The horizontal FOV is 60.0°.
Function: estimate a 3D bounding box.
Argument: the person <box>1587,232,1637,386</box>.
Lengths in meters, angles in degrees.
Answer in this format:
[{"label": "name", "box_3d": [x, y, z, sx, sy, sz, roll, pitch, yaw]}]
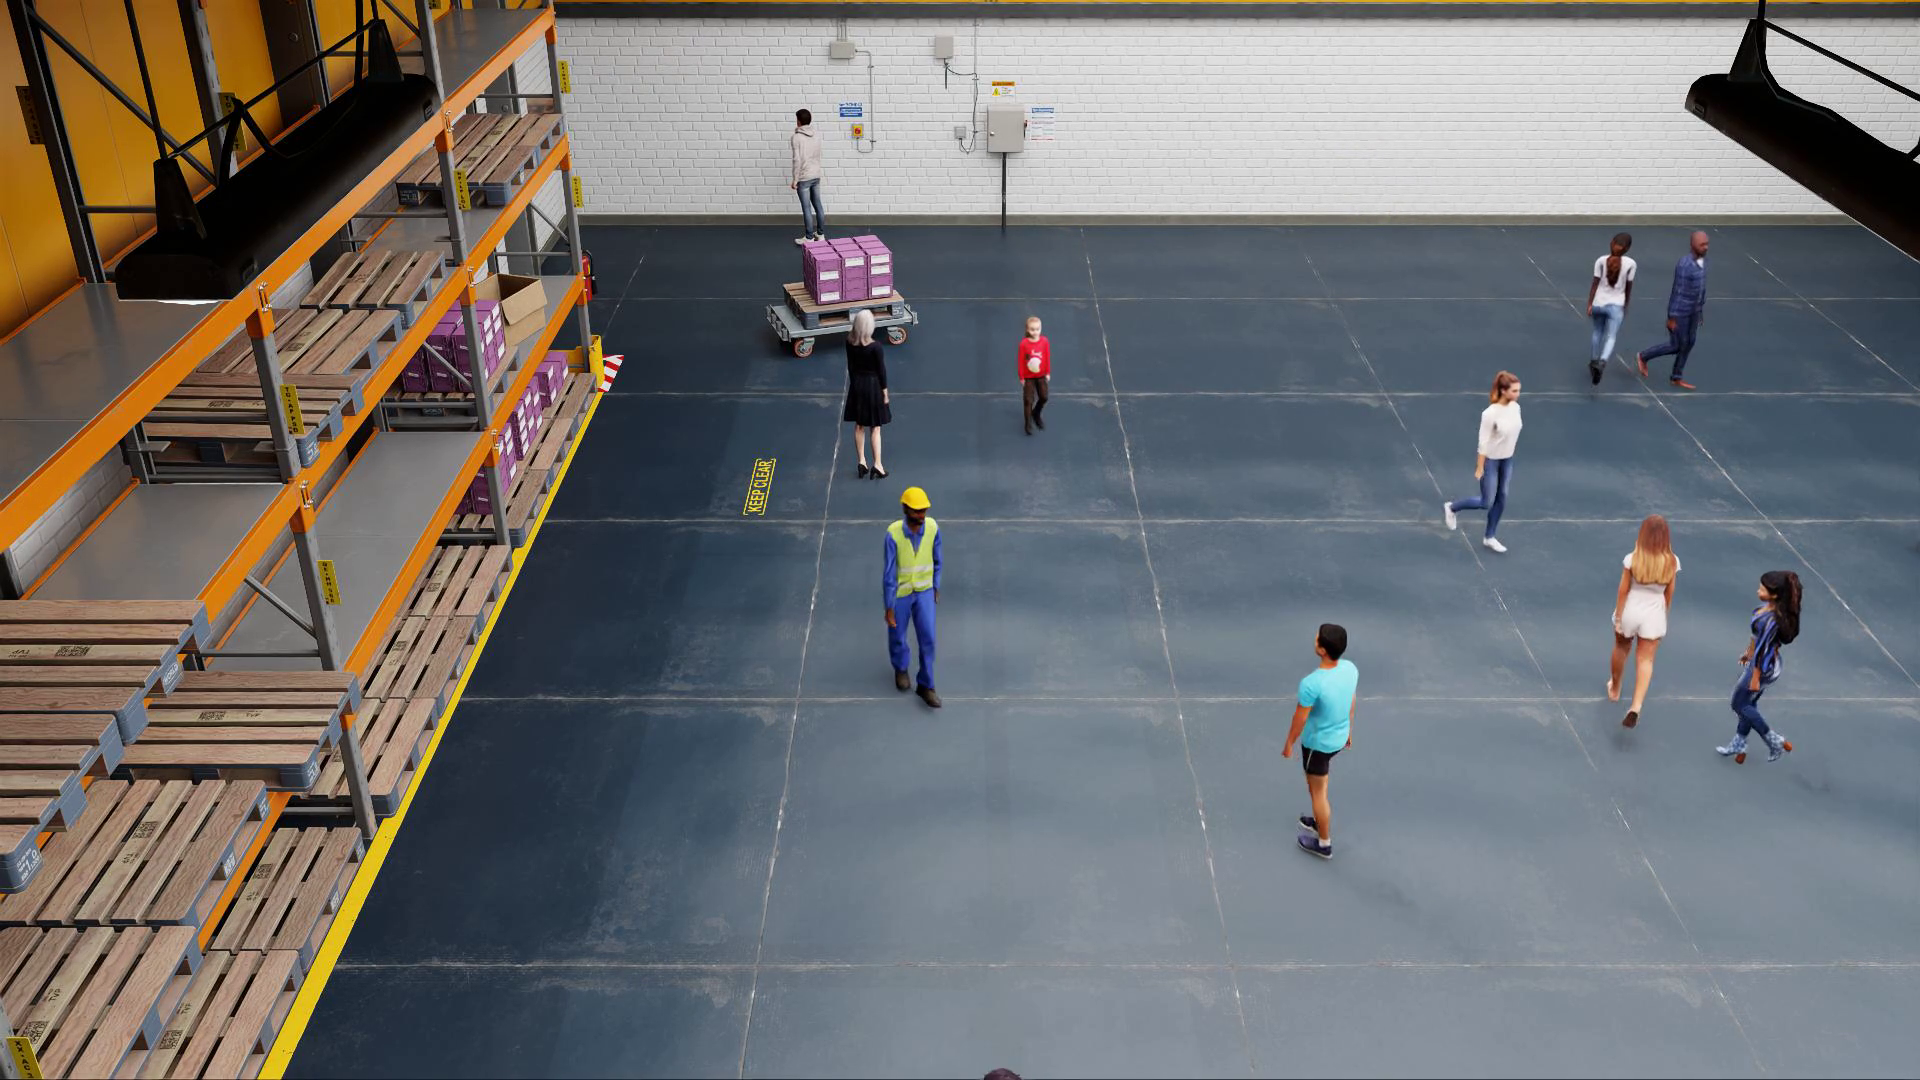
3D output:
[{"label": "person", "box_3d": [7.122, -2.514, 18.273, 0.866, 1.698, 1.095, 12, 31, 22]}]

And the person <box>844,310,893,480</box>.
[{"label": "person", "box_3d": [-0.895, -1.421, 16.219, 0.693, 1.747, 0.716, 15, 32, 26]}]

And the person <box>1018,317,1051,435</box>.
[{"label": "person", "box_3d": [0.750, -1.737, 17.290, 0.563, 1.275, 0.579, -8, 30, -14]}]

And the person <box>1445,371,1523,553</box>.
[{"label": "person", "box_3d": [4.750, -0.722, 14.981, 0.884, 1.705, 0.990, -19, 34, -30]}]

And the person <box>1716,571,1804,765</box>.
[{"label": "person", "box_3d": [5.863, 0.950, 12.012, 0.862, 1.614, 0.820, 18, 33, 30]}]

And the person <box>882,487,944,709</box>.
[{"label": "person", "box_3d": [-0.416, 0.366, 12.901, 0.848, 1.787, 1.007, -8, 30, -14]}]

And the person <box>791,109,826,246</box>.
[{"label": "person", "box_3d": [-2.050, -4.903, 22.491, 0.818, 1.852, 0.742, 22, 36, 35]}]

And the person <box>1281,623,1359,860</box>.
[{"label": "person", "box_3d": [2.493, 1.381, 11.069, 0.771, 1.759, 0.814, -19, 34, -30]}]

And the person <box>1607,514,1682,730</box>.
[{"label": "person", "box_3d": [5.139, 0.629, 12.538, 0.753, 1.673, 1.077, 7, 29, 13]}]

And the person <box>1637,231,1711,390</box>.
[{"label": "person", "box_3d": [7.853, -2.533, 18.203, 0.981, 1.800, 1.053, -24, 37, -37]}]
